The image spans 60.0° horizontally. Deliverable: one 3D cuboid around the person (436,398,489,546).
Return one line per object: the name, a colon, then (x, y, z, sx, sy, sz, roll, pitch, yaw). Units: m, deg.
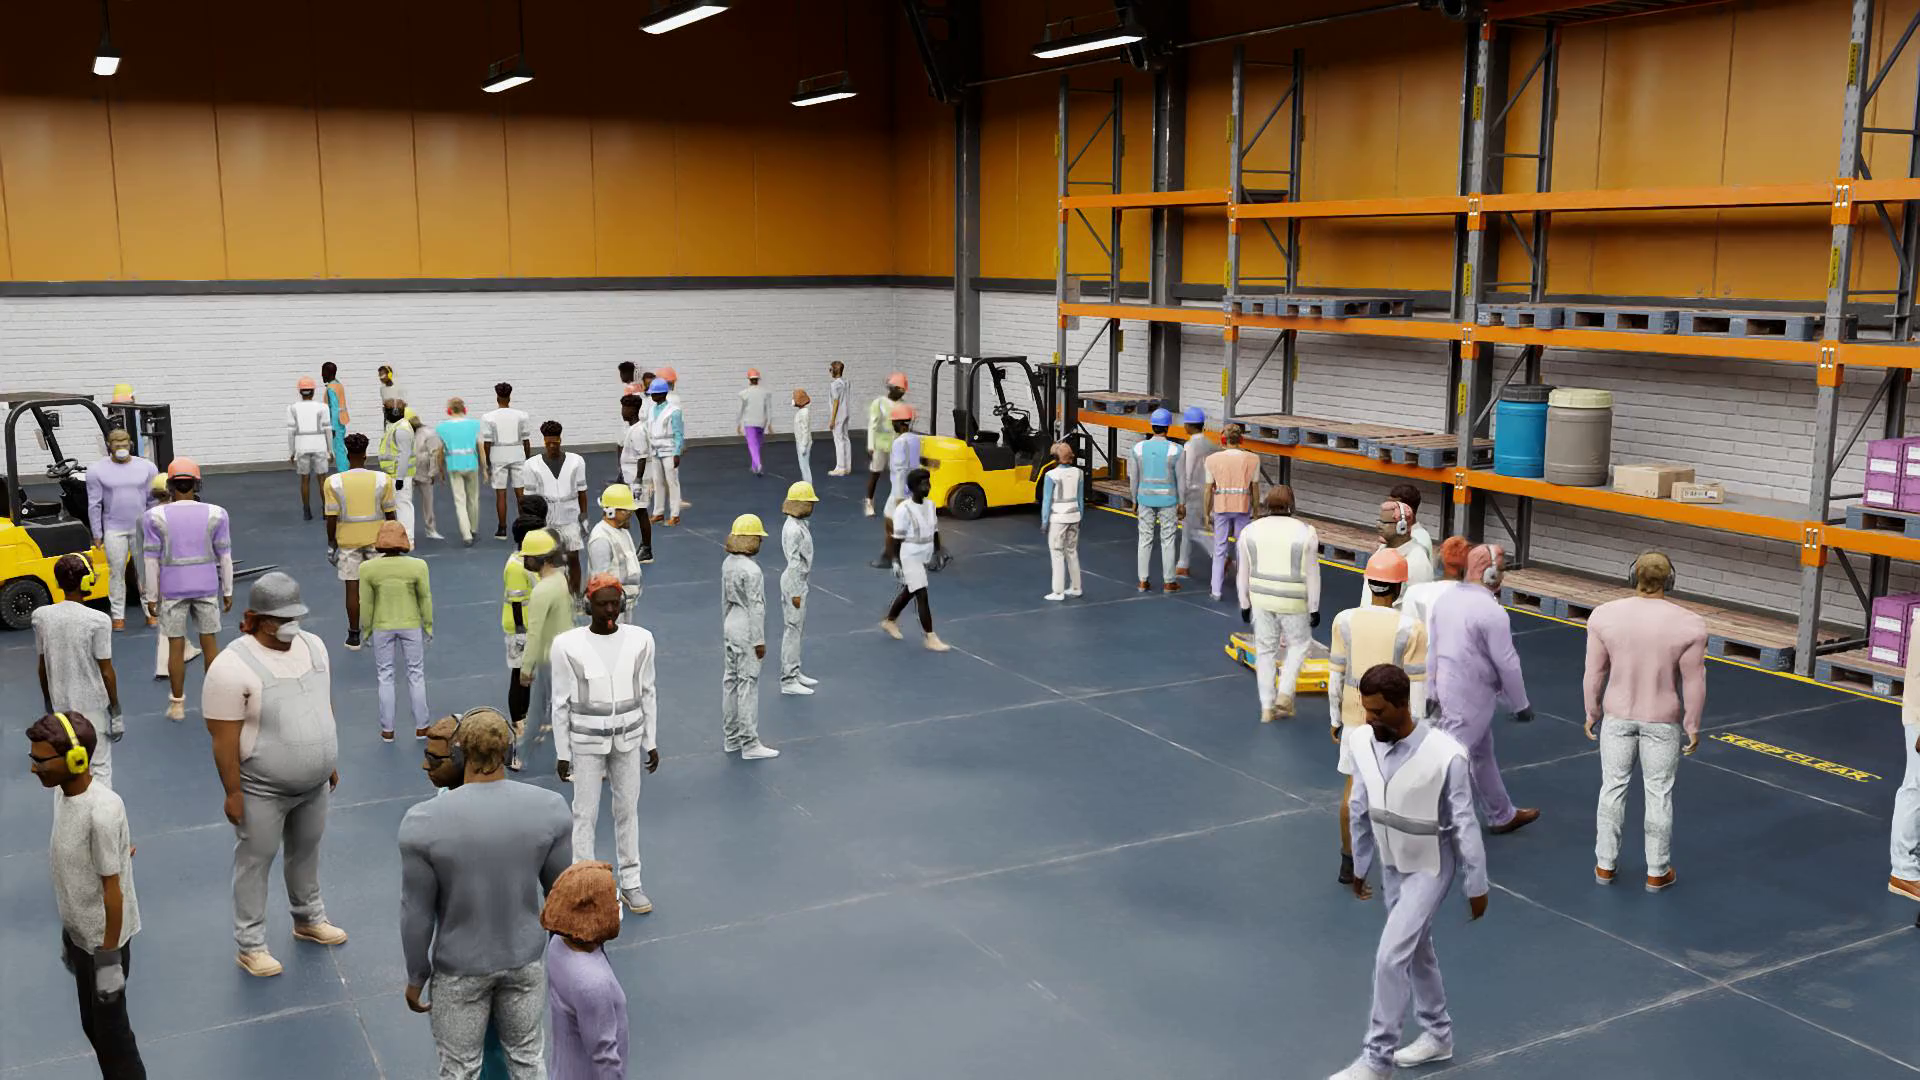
person: (-6.125, -0.850, 20.476, 0.585, 1.783, 0.985, -4, 11, -20)

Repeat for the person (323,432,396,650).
person: (-5.401, 0.010, 15.019, 0.614, 1.963, 0.361, -5, 11, -26)

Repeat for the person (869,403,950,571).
person: (-0.561, -0.585, 18.656, 0.934, 1.902, 0.556, 5, 11, 26)

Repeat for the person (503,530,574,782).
person: (-2.849, 0.790, 11.214, 0.874, 1.722, 0.558, 0, 10, 2)

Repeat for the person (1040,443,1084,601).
person: (1.053, -0.187, 17.123, 0.521, 1.629, 0.330, -8, 13, -40)

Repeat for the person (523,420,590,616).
person: (-3.959, -0.209, 16.338, 0.615, 1.951, 0.388, -3, 10, -19)

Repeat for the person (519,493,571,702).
person: (-3.299, 0.466, 13.230, 0.488, 1.673, 0.545, 2, 10, 10)

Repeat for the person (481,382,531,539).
person: (-5.654, -0.987, 20.755, 0.607, 1.966, 0.373, -5, 11, -25)

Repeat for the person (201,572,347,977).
person: (-3.376, 1.137, 8.320, 0.536, 2.000, 0.701, 5, 11, 25)

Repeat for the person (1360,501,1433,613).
person: (2.925, 0.681, 11.328, 0.409, 1.908, 0.639, -2, 10, -12)

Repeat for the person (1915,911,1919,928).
person: (5.307, 1.143, 8.635, 0.389, 1.923, 0.550, -8, 13, -39)

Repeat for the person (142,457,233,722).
person: (-5.901, 0.375, 12.750, 0.613, 2.031, 0.403, -6, 12, -32)

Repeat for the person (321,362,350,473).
person: (-9.480, -1.752, 25.302, 0.372, 1.916, 0.597, -2, 10, -12)

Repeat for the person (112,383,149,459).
person: (-11.166, -1.210, 22.449, 0.403, 1.827, 0.603, -8, 13, -38)

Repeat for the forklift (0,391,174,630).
forklift: (-9.026, -0.363, 16.508, 1.214, 2.155, 2.313, 6, 11, 29)

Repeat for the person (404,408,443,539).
person: (-6.691, -0.797, 20.477, 0.557, 1.689, 0.702, -3, 10, -17)

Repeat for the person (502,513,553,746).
person: (-3.173, 0.642, 12.172, 0.325, 1.690, 0.536, 0, 10, -1)

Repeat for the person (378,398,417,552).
person: (-6.741, -0.785, 19.956, 0.429, 1.844, 0.627, -4, 11, -24)

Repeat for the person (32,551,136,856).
person: (-5.115, 0.989, 9.692, 0.505, 1.864, 0.331, 2, 10, 9)

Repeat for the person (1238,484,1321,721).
person: (2.433, 0.487, 12.670, 0.655, 1.827, 0.444, 5, 11, 28)

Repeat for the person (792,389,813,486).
person: (-2.252, -1.343, 23.793, 0.275, 1.627, 0.504, -2, 10, -14)

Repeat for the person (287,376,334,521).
person: (-8.666, -1.226, 22.226, 0.552, 1.933, 0.378, -2, 10, -13)

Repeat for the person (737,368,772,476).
person: (-3.284, -1.892, 26.672, 0.569, 1.726, 0.805, -5, 11, -26)

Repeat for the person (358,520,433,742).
person: (-4.128, 0.665, 12.208, 0.506, 1.631, 0.277, -2, 10, -13)

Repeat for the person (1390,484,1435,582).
person: (3.287, 0.535, 12.174, 0.397, 1.912, 0.593, 0, 10, 2)

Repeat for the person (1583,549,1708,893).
person: (3.831, 1.010, 9.343, 0.636, 1.937, 0.358, 5, 11, 29)

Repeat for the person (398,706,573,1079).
person: (-1.738, 1.567, 6.180, 0.635, 1.928, 0.382, -5, 11, -29)

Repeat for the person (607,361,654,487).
person: (-5.020, -1.734, 25.146, 0.857, 1.927, 0.628, 3, 10, 17)

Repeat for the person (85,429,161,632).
person: (-7.889, -0.095, 15.743, 0.630, 1.930, 0.379, -6, 12, -32)

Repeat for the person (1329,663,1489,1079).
person: (1.875, 1.435, 7.128, 0.739, 1.868, 0.615, -6, 12, -31)

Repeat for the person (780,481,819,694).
person: (-1.298, 0.382, 13.549, 0.324, 1.737, 0.486, 0, 10, 1)

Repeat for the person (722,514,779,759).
person: (-1.514, 0.678, 11.828, 0.313, 1.740, 0.486, -6, 12, -33)

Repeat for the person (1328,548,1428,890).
person: (2.362, 1.003, 9.389, 0.552, 1.935, 0.374, 6, 11, 30)

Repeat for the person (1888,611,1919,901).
person: (5.444, 1.006, 9.235, 0.393, 1.985, 0.611, 9, 13, 42)

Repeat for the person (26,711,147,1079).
person: (-3.354, 1.561, 6.419, 0.341, 1.859, 0.511, -9, 13, -43)

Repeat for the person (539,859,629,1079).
person: (-1.202, 1.837, 5.461, 0.285, 1.633, 0.500, -5, 11, -28)

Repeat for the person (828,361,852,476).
person: (-1.930, -1.949, 26.646, 0.325, 1.843, 0.517, 4, 11, 24)

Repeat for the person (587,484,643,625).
person: (-2.645, 0.472, 12.798, 0.403, 1.818, 0.601, 1, 10, 4)

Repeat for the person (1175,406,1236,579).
person: (2.618, -0.489, 18.034, 0.823, 1.928, 0.624, 5, 11, 29)

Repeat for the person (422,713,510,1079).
person: (-1.892, 1.563, 6.423, 0.343, 1.847, 0.506, -9, 13, -42)

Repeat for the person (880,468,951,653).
person: (-0.432, 0.152, 15.086, 0.874, 1.656, 0.538, 7, 12, 35)

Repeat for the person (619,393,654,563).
person: (-3.724, -0.711, 19.169, 0.362, 1.963, 0.613, -2, 10, -12)

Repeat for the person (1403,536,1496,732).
person: (3.042, 0.884, 10.360, 0.589, 1.834, 0.965, 4, 11, 24)

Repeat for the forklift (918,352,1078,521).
forklift: (0.460, -1.461, 22.833, 2.313, 2.155, 1.214, -5, 11, -28)

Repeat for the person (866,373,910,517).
person: (-0.980, -1.248, 22.270, 0.704, 1.972, 1.061, -6, 11, -29)

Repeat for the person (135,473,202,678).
person: (-6.713, 0.283, 14.169, 0.534, 1.713, 0.929, 1, 10, 3)

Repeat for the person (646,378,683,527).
person: (-3.874, -1.144, 21.726, 0.605, 1.944, 0.402, 7, 12, 35)

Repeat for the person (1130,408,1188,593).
person: (2.089, -0.408, 17.476, 0.614, 1.946, 0.389, 4, 11, 22)

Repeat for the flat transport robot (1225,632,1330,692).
flat transport robot: (2.804, 1.012, 14.128, 0.652, 0.197, 1.431, -2, 10, -10)

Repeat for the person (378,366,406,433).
person: (-8.757, -1.790, 25.827, 0.511, 1.829, 0.655, 4, 10, 20)

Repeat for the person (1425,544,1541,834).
person: (3.114, 0.943, 9.976, 0.970, 1.848, 0.633, -2, 10, -9)

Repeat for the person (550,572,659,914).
person: (-1.898, 1.106, 8.949, 0.574, 1.884, 0.356, -5, 11, -28)

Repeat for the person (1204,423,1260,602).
person: (2.774, -0.268, 17.003, 0.560, 1.836, 0.394, 1, 10, 5)

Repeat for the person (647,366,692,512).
person: (-4.080, -1.369, 22.828, 0.865, 2.024, 0.612, -9, 14, -43)

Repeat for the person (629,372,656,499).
person: (-4.457, -1.480, 23.840, 0.592, 1.886, 0.889, -4, 11, -21)
